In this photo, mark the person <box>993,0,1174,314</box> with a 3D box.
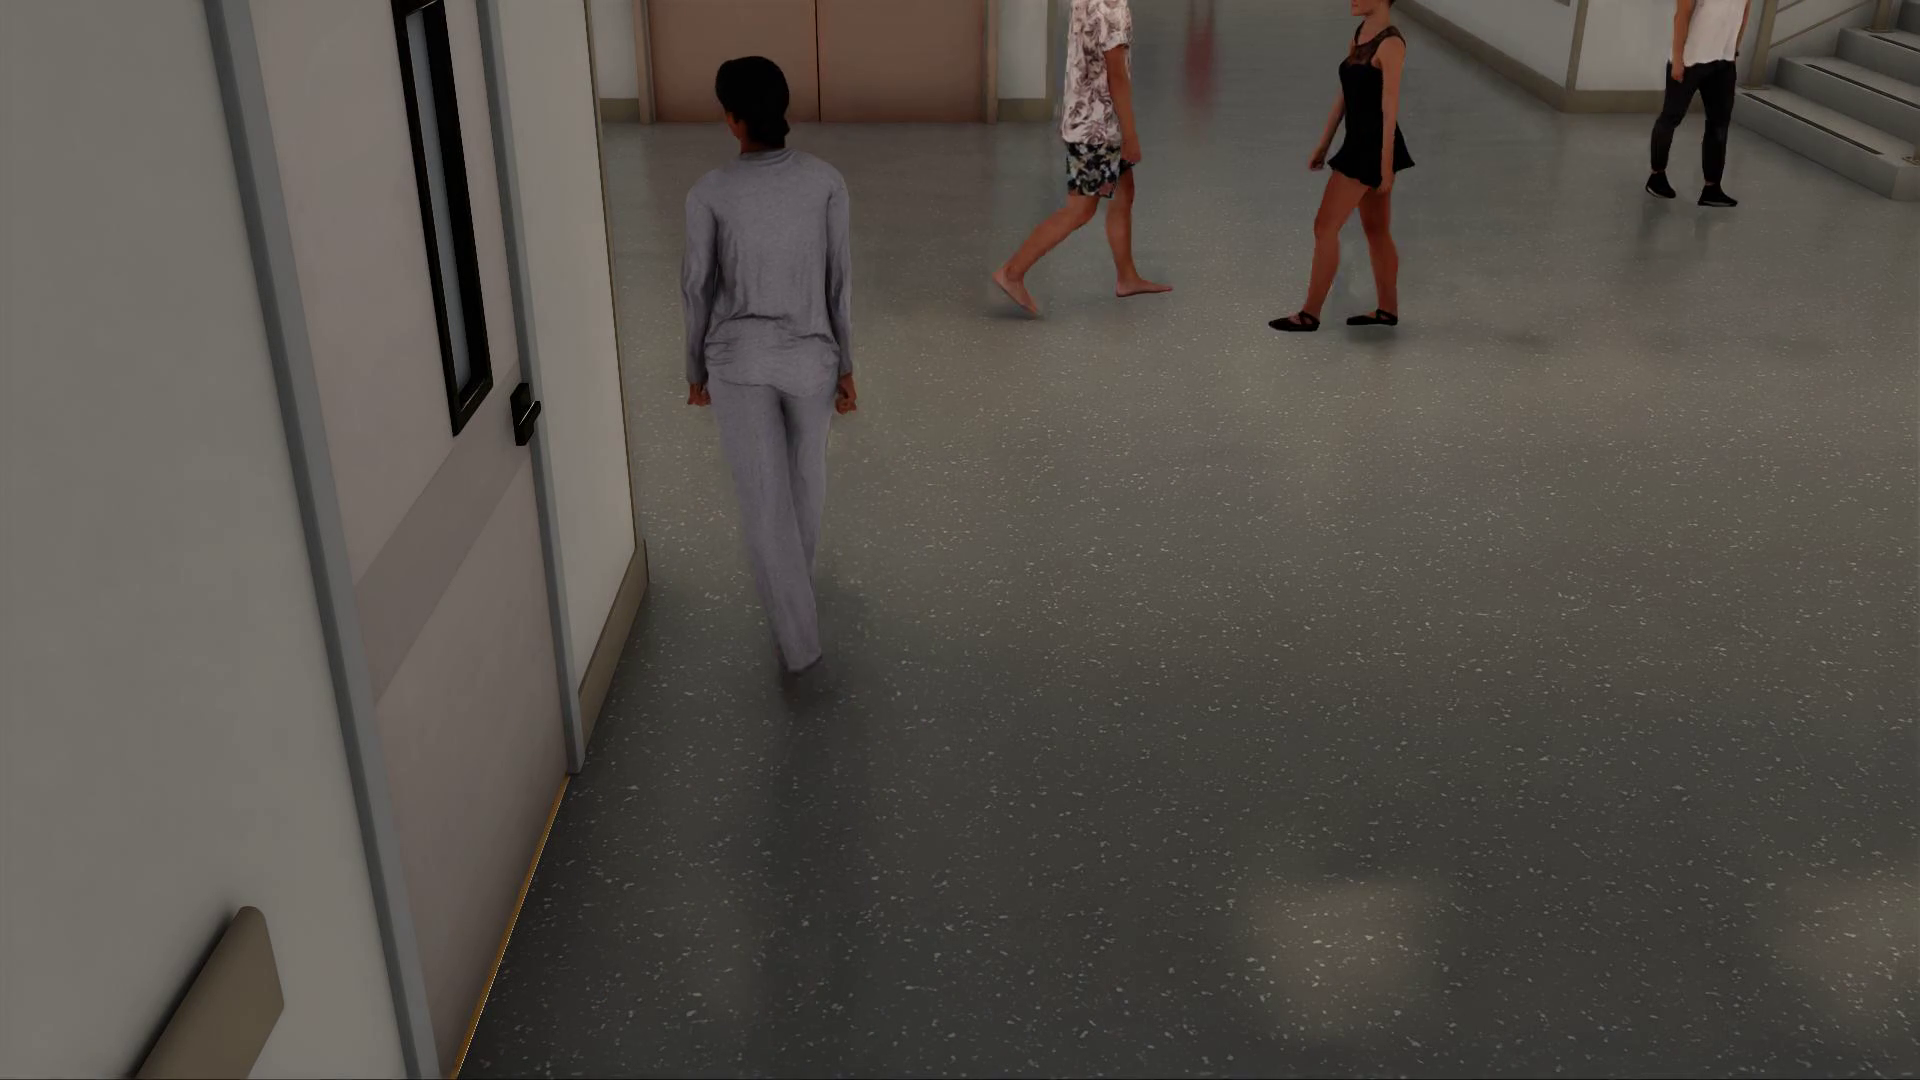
[{"bbox_3d":[0.528,-1.922,7.641,1.167,1.792,0.787,-3,26,-5],"label":"person"}]

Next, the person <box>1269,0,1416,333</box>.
[{"bbox_3d":[1.889,-1.719,7.375,0.854,1.657,0.581,0,26,-1],"label":"person"}]

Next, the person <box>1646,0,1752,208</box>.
[{"bbox_3d":[4.212,-2.789,9.514,0.893,1.696,0.789,-4,26,-8],"label":"person"}]

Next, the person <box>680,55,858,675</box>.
[{"bbox_3d":[-0.512,-0.438,4.681,1.156,1.690,0.918,-7,27,-14],"label":"person"}]
